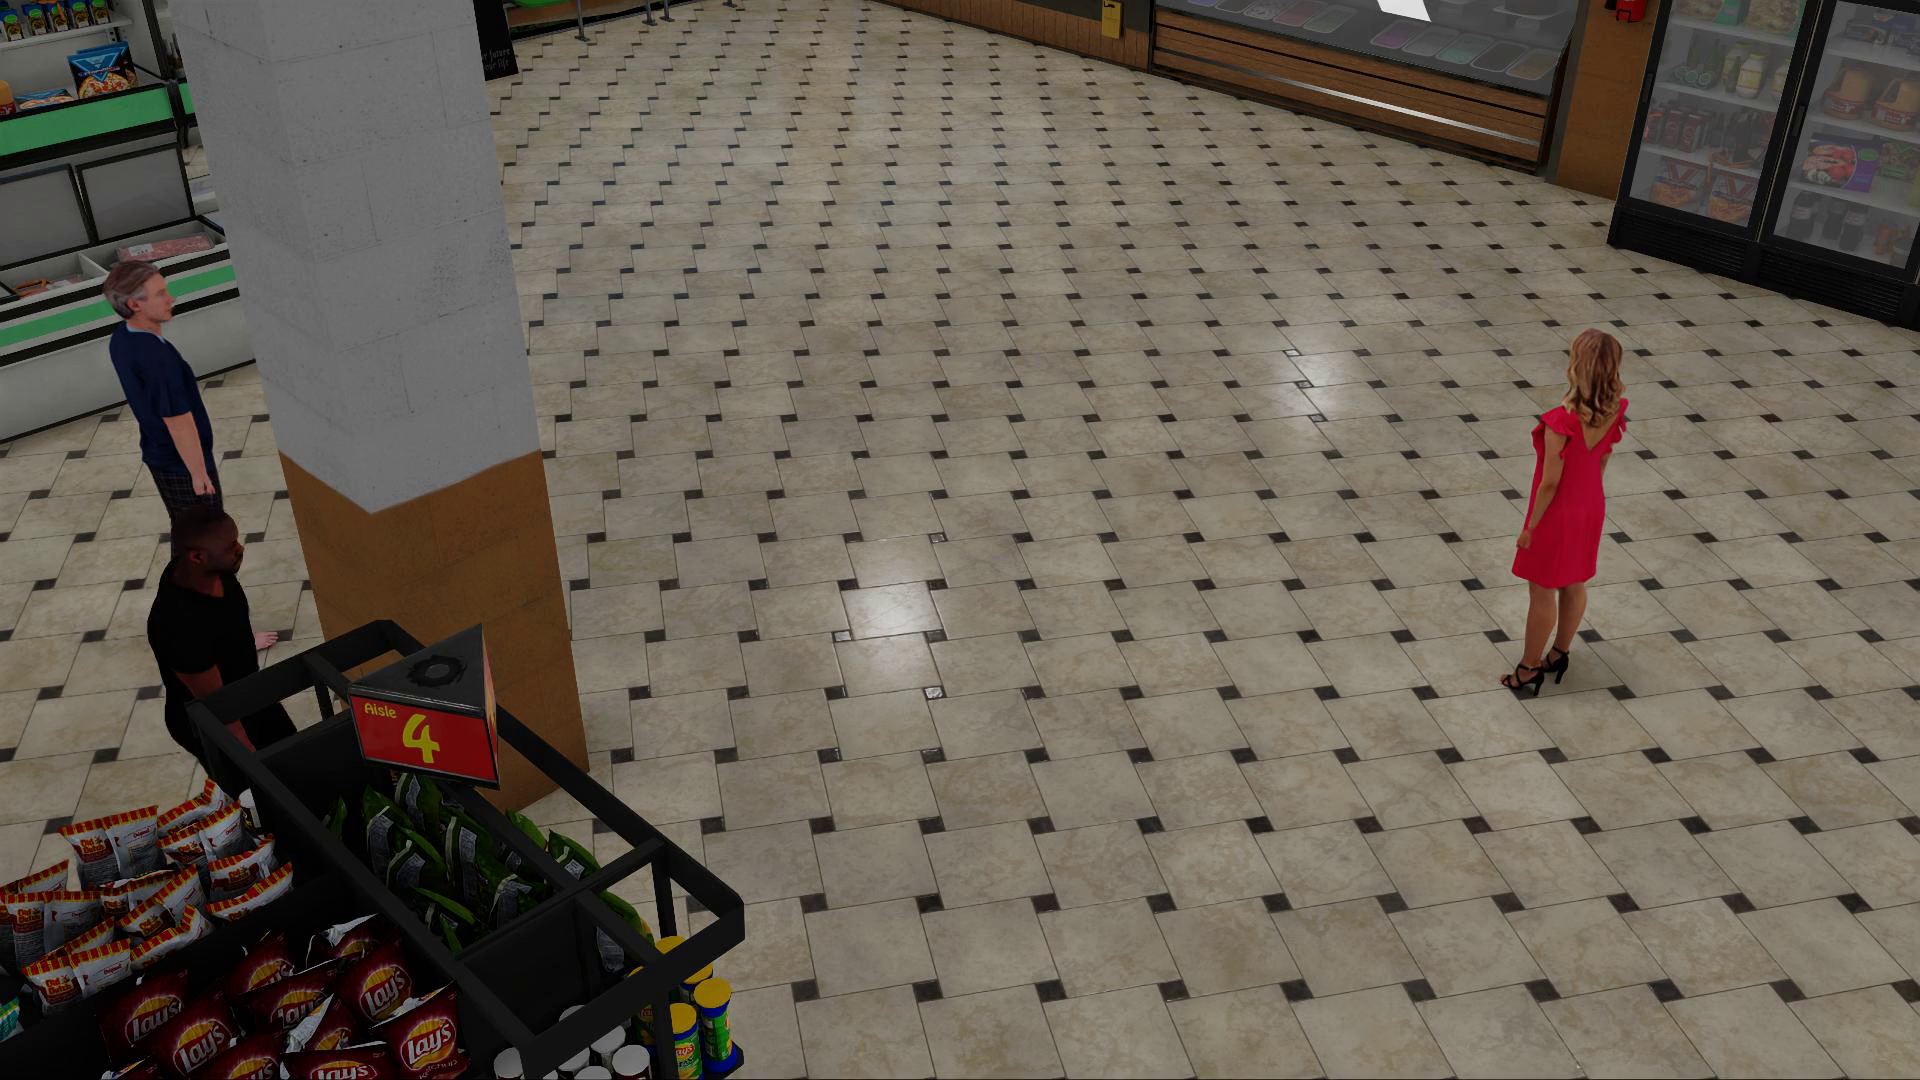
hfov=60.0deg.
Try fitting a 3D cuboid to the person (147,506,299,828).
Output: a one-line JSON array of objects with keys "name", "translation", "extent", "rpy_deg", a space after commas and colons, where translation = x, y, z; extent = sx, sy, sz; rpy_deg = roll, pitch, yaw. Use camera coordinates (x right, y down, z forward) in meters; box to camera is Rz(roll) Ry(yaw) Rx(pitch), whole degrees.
[{"name": "person", "translation": [-2.664, 0.657, 5.840], "extent": [0.867, 1.787, 0.832], "rpy_deg": [-6, 32, -9]}]

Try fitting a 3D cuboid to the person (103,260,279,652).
[{"name": "person", "translation": [-3.454, -0.347, 7.376], "extent": [0.569, 1.870, 0.682], "rpy_deg": [-23, 39, -32]}]

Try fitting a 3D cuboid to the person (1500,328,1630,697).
[{"name": "person", "translation": [2.596, -0.098, 7.110], "extent": [0.574, 1.728, 0.696], "rpy_deg": [-15, 35, -23]}]
